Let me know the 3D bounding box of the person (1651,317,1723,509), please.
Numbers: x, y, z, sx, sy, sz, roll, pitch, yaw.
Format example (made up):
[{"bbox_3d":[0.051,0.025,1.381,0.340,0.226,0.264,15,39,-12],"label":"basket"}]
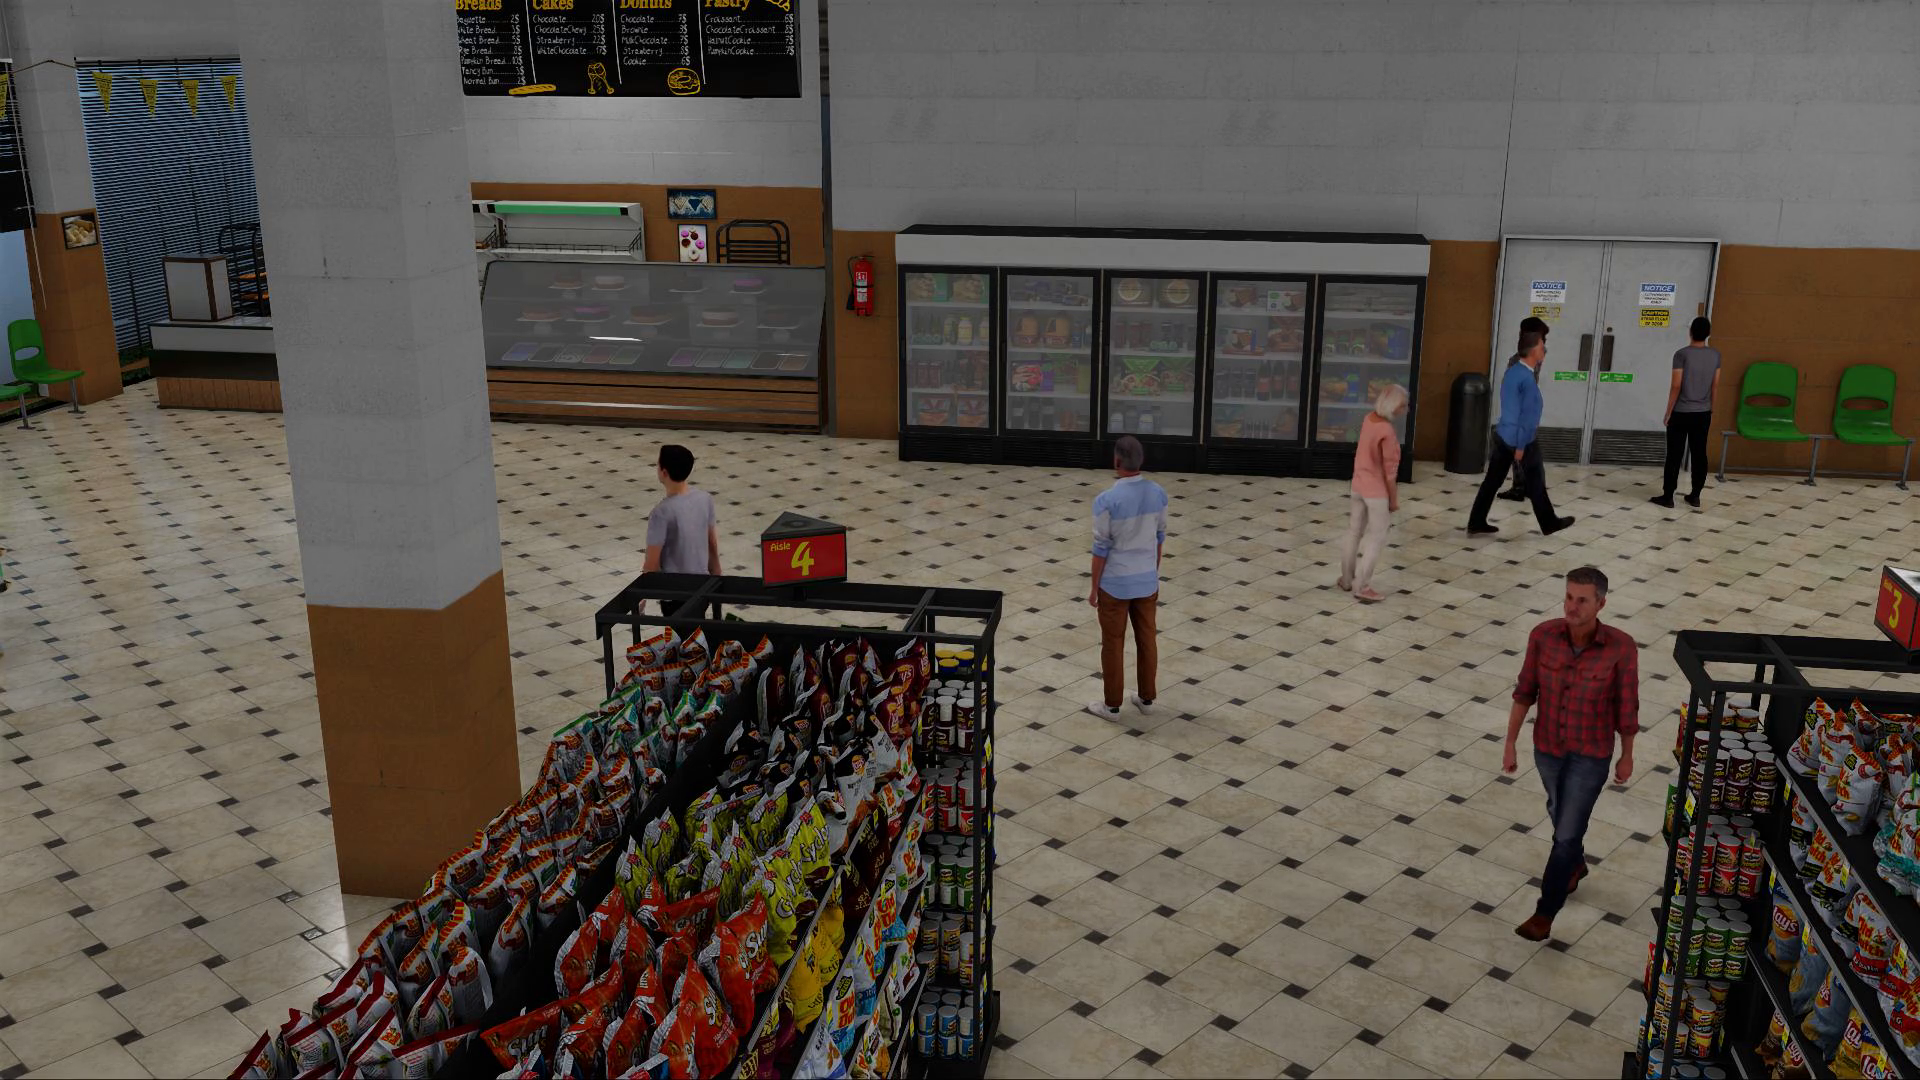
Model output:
[{"bbox_3d":[6.670,-1.170,15.192,0.670,1.755,0.640,-2,17,-6],"label":"person"}]

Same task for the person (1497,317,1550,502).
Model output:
[{"bbox_3d":[5.232,-1.220,15.427,0.658,1.714,0.737,-16,23,-41],"label":"person"}]

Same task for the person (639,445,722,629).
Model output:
[{"bbox_3d":[-1.581,0.368,9.993,0.987,1.833,1.120,9,19,28],"label":"person"}]

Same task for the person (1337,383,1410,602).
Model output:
[{"bbox_3d":[3.111,-0.401,12.760,0.869,1.696,0.685,-10,19,-29],"label":"person"}]

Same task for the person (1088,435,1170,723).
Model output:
[{"bbox_3d":[1.056,0.240,10.425,0.768,1.826,0.782,-8,18,-23],"label":"person"}]

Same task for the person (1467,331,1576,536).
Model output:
[{"bbox_3d":[4.668,-0.866,14.171,0.989,1.768,1.159,-3,17,-9],"label":"person"}]

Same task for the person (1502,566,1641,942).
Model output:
[{"bbox_3d":[2.995,0.985,8.038,1.125,1.787,1.311,14,22,39],"label":"person"}]
